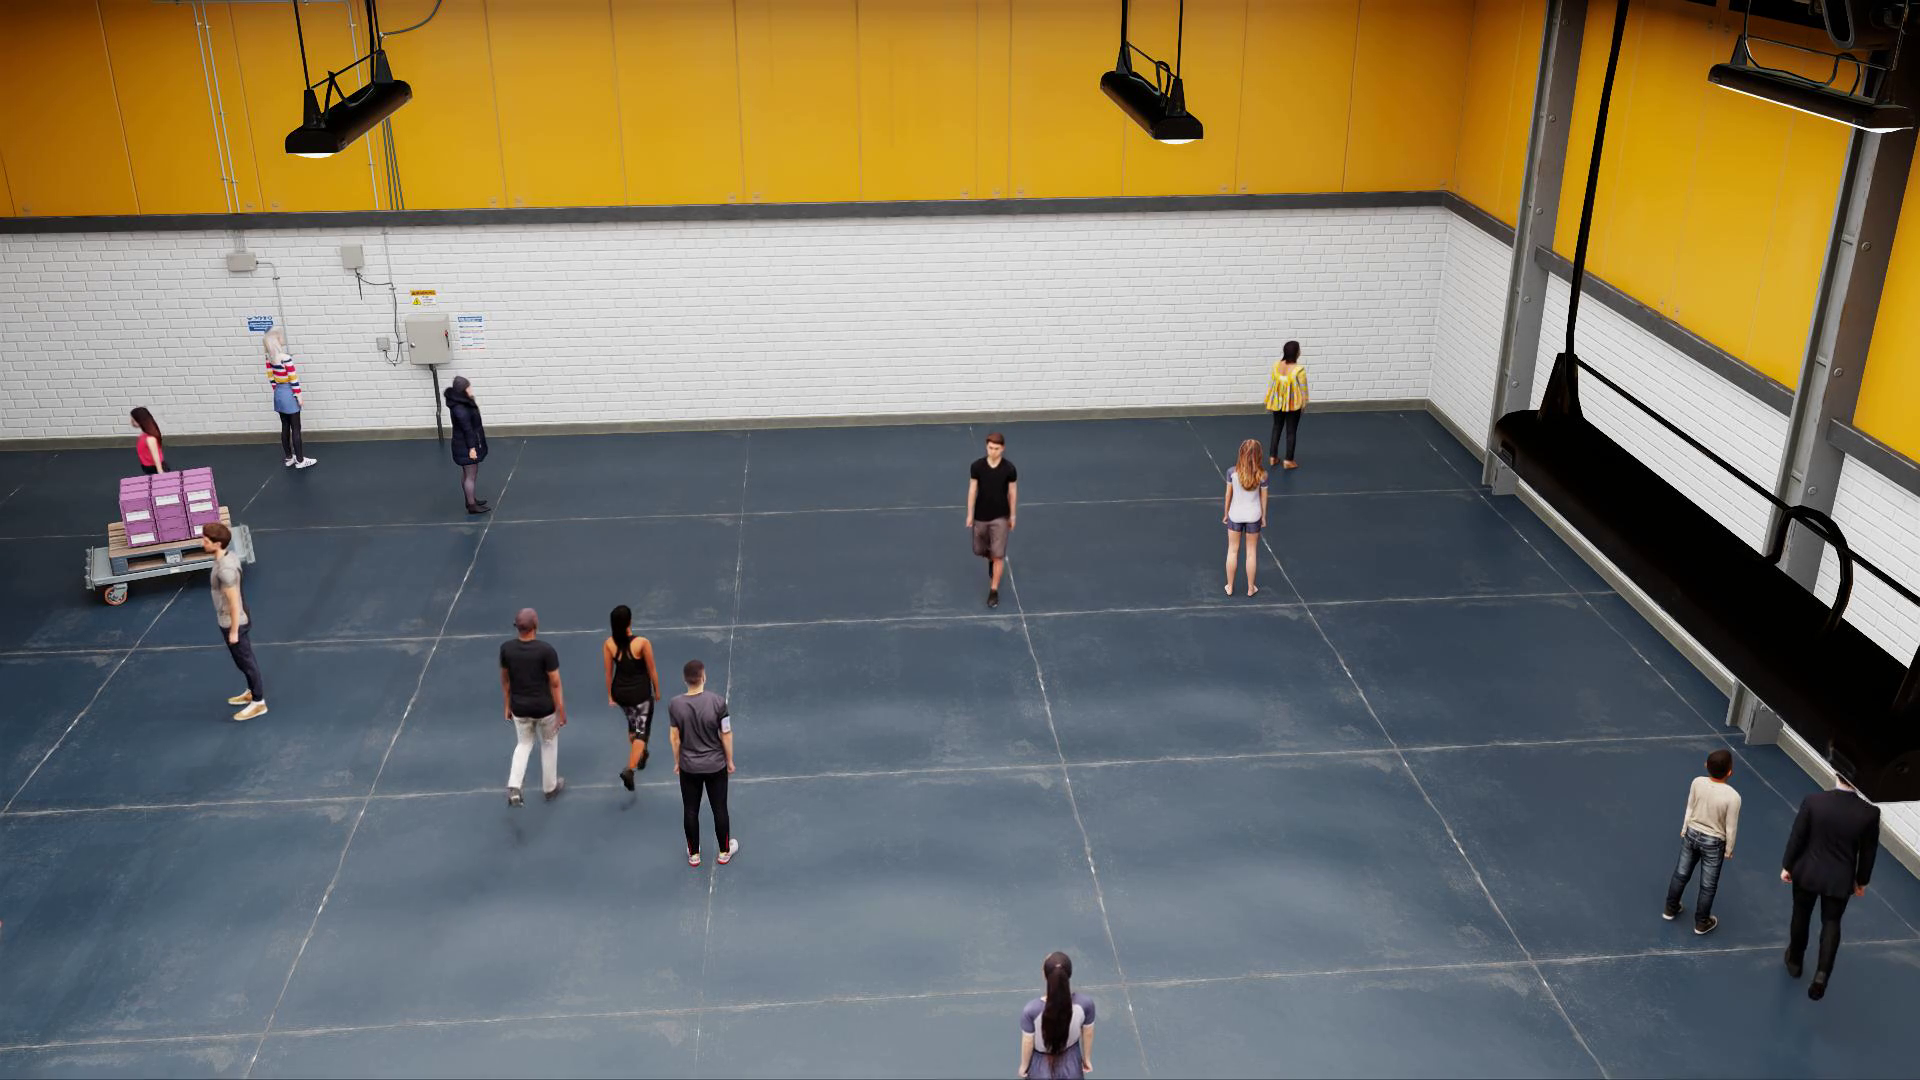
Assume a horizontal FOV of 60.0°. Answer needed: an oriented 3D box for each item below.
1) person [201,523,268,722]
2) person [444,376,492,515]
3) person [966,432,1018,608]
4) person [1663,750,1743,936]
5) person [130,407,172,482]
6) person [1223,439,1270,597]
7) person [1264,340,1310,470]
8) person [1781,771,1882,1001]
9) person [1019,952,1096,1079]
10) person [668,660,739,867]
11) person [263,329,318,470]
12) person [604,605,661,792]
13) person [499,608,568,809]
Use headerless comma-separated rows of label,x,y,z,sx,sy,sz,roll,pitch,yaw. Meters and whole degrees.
person,-6.596,0.716,15.114,0.782,1.893,0.627,-12,26,-25
person,-5.813,-1.134,19.618,0.812,1.674,0.691,-10,25,-21
person,0.354,-0.277,17.440,0.885,1.848,1.120,5,24,12
person,5.478,2.208,12.241,0.673,1.459,0.588,-19,30,-37
person,-8.955,-0.718,18.724,0.866,1.629,0.962,-10,25,-21
person,2.992,-0.236,17.494,0.664,1.730,0.635,5,24,10
person,4.119,-1.710,20.962,0.884,1.654,0.946,20,30,38
person,5.961,2.329,11.448,0.970,1.872,1.144,8,25,18
person,0.571,3.145,9.859,0.614,1.650,0.540,-4,24,-10
person,-2.008,1.737,12.940,0.638,1.762,0.558,0,24,-1
person,-8.500,-1.797,20.970,0.726,1.807,0.741,13,27,28
person,-2.775,1.331,14.028,0.764,1.636,1.074,4,24,9
person,-3.517,1.425,13.620,0.795,1.789,1.009,4,24,8
